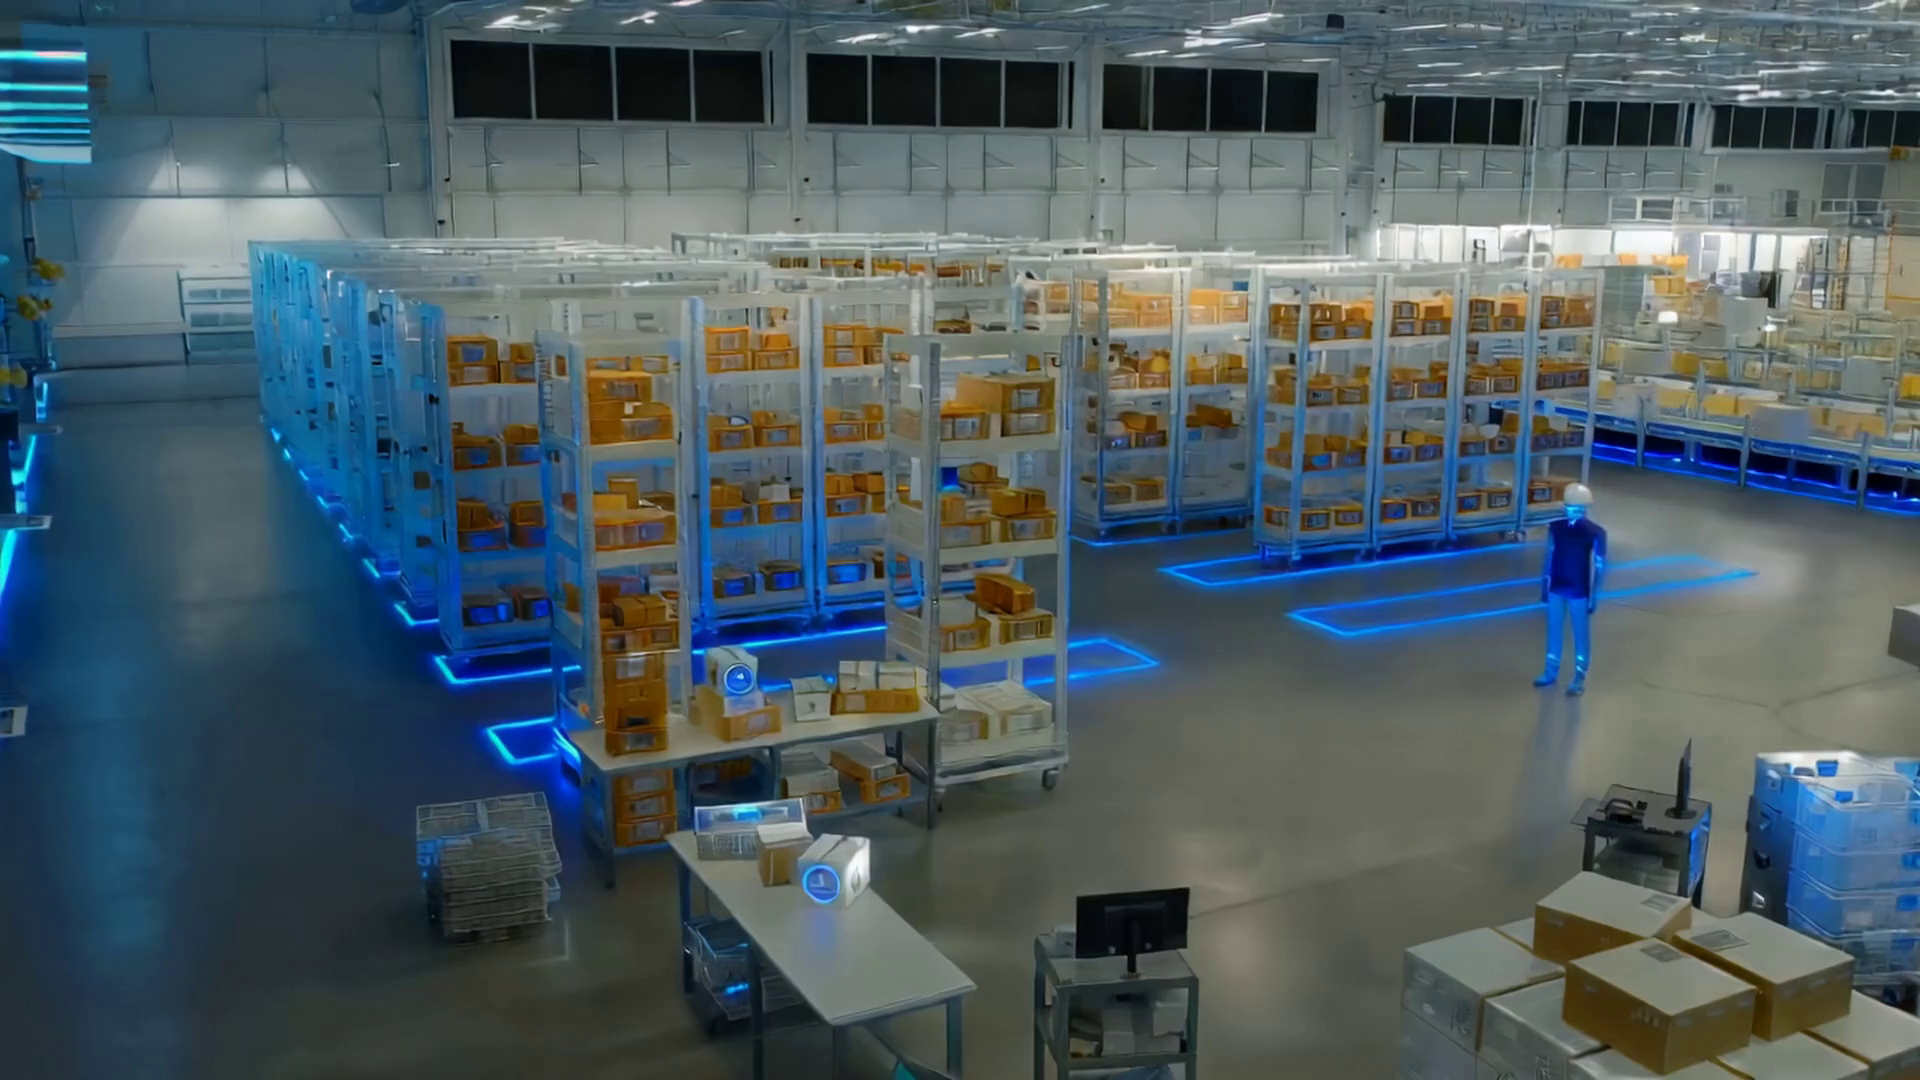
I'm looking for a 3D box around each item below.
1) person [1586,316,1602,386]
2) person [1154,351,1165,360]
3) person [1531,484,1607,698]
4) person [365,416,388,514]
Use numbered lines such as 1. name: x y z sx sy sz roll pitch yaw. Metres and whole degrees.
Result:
1. person: 14.343 -4.190 37.734 0.312 1.768 0.529 -2 12 -7
2. person: 4.439 -4.122 37.293 0.598 1.821 0.546 2 12 9
3. person: 5.668 0.458 15.455 0.381 1.994 0.620 -9 15 -35
4. person: -8.333 -1.269 23.958 0.831 1.809 0.588 -8 15 -34
